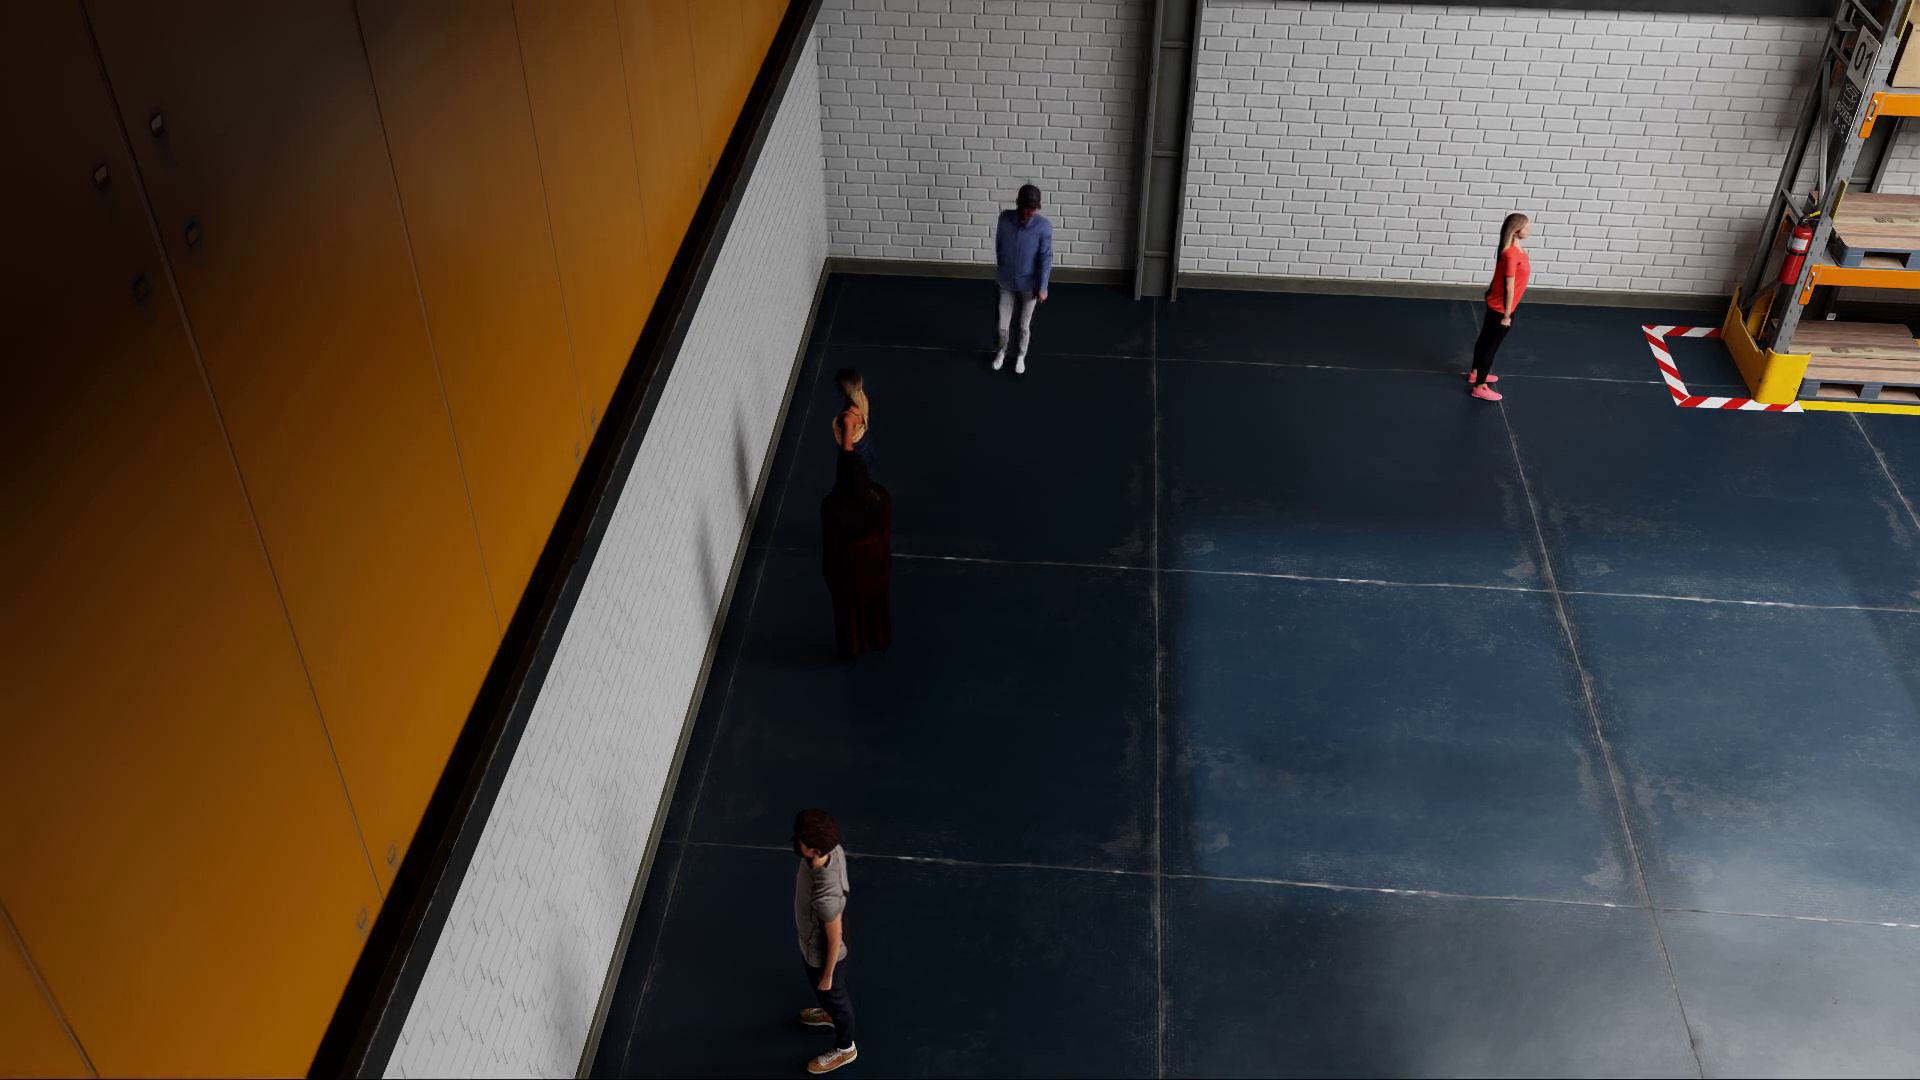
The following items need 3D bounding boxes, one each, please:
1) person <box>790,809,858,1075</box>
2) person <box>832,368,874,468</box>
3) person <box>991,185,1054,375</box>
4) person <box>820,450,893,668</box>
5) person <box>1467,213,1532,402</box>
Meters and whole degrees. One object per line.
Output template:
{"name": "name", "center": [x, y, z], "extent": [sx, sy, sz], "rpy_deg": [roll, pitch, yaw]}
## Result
{"name": "person", "center": [-0.719, 2.112, 8.829], "extent": [0.643, 1.895, 0.712], "rpy_deg": [-6, 39, -8]}
{"name": "person", "center": [-0.776, -0.583, 12.415], "extent": [0.710, 1.631, 0.637], "rpy_deg": [11, 40, 13]}
{"name": "person", "center": [0.500, -2.269, 14.352], "extent": [0.661, 1.848, 0.802], "rpy_deg": [19, 42, 22]}
{"name": "person", "center": [-0.700, 0.136, 11.414], "extent": [0.733, 1.756, 0.834], "rpy_deg": [-17, 42, -20]}
{"name": "person", "center": [4.586, -2.005, 14.144], "extent": [0.540, 1.695, 0.600], "rpy_deg": [6, 39, 7]}
